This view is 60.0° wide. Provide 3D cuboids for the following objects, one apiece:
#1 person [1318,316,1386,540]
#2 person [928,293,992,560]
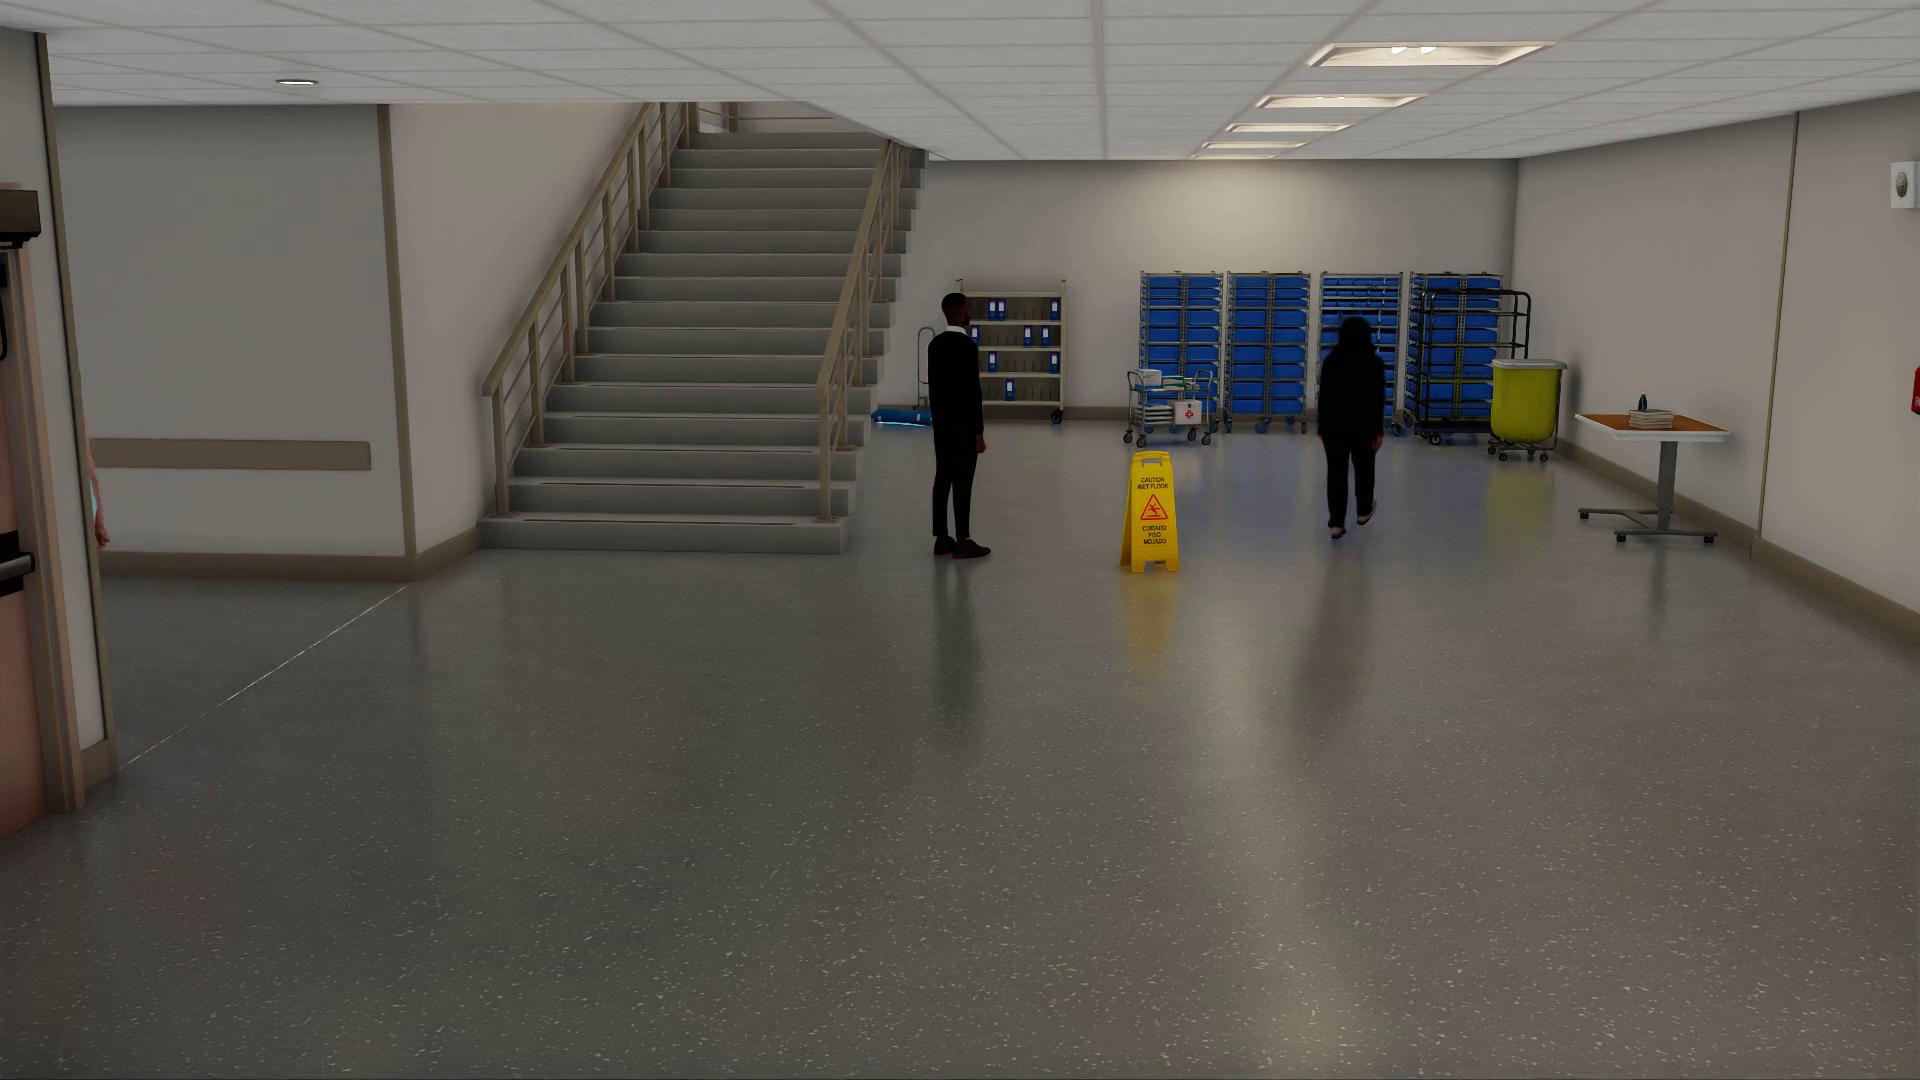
[{"bbox_3d":[2.789,-0.777,11.977,0.895,1.575,1.140,5,12,24],"label":"person"},{"bbox_3d":[-0.041,-0.789,11.414,0.757,1.809,0.709,-10,15,-42],"label":"person"}]
